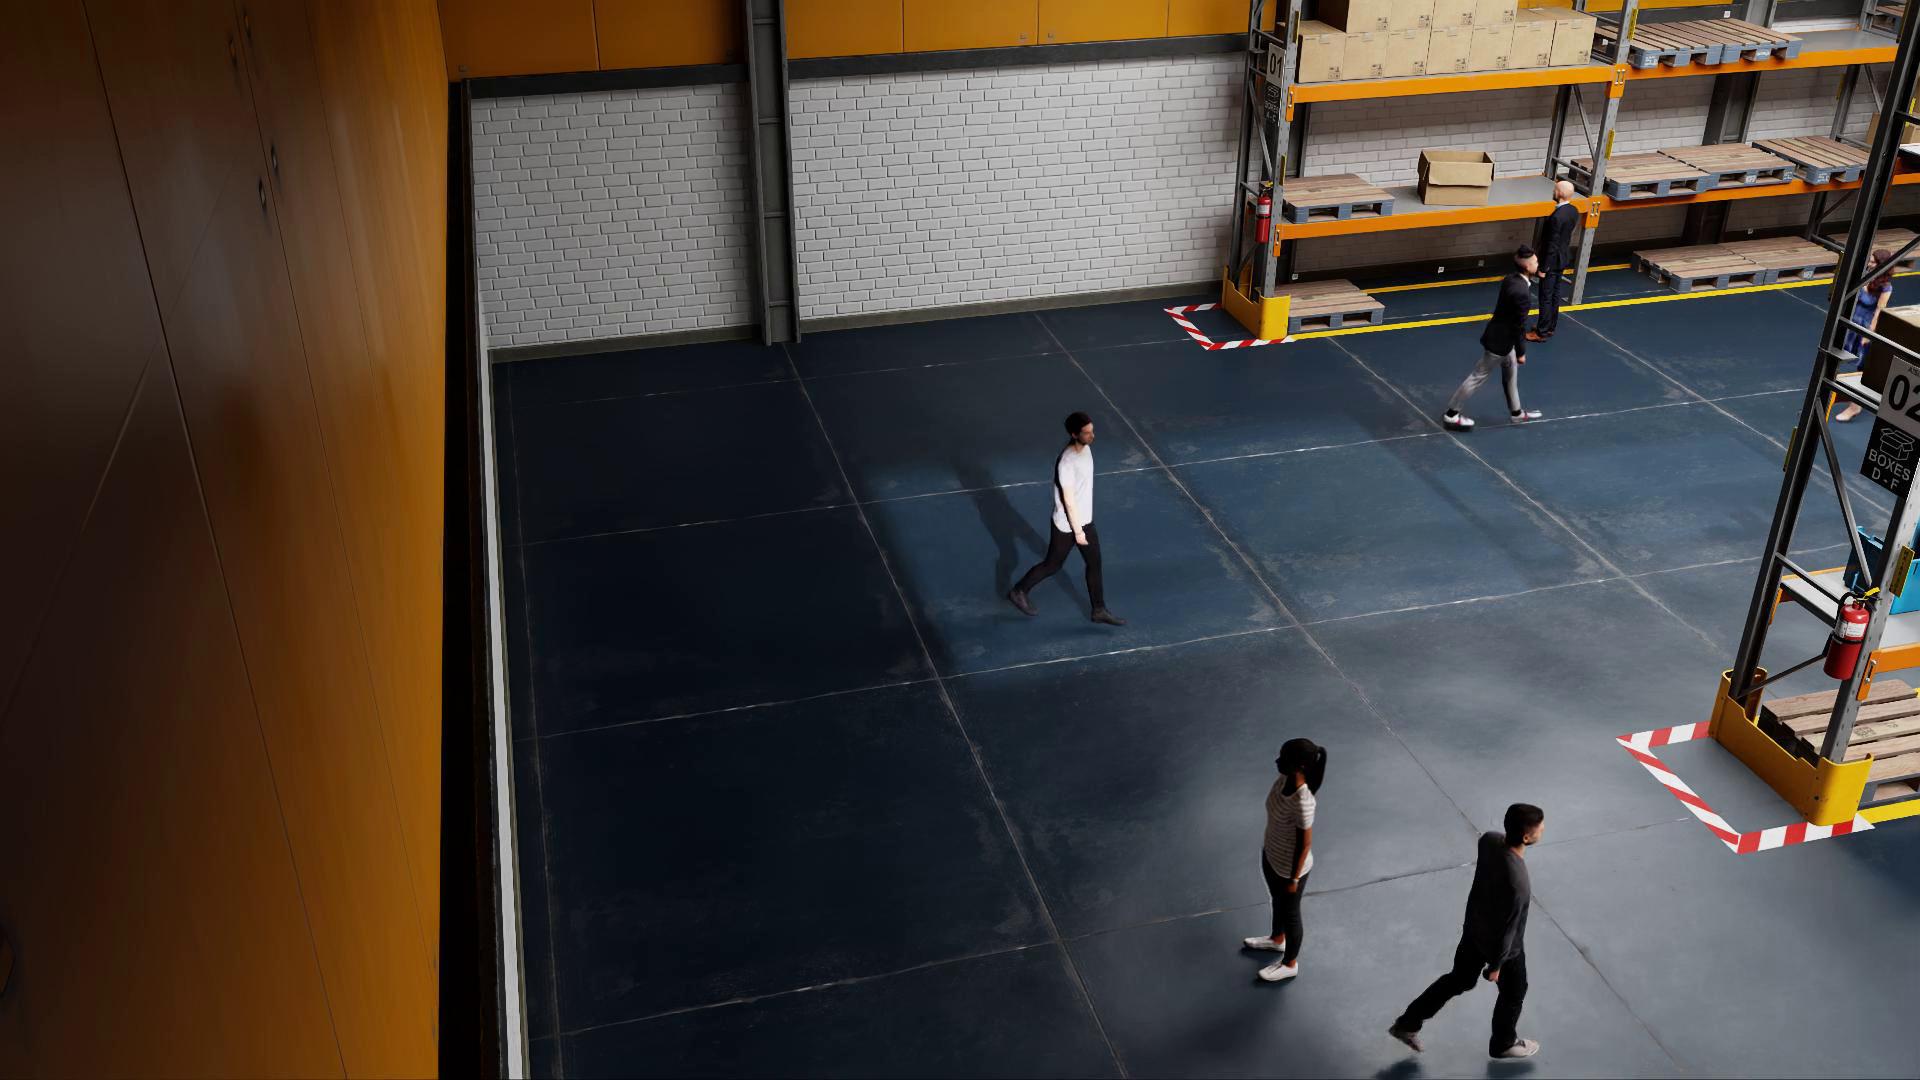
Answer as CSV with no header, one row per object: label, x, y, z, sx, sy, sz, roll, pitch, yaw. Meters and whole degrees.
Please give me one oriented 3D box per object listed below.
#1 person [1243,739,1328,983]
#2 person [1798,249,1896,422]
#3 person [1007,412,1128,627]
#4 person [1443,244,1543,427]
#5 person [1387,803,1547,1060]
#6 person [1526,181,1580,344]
person,1.891,1.819,9.560,0.571,1.646,0.603,-2,29,-4
person,8.952,-1.998,16.407,0.860,1.790,0.689,-5,29,-8
person,0.768,-0.148,12.981,1.244,1.823,1.188,15,32,26
person,5.189,-1.949,16.206,1.308,1.896,1.025,4,29,8
person,2.762,2.131,8.894,1.071,1.736,0.635,-6,29,-11
person,6.560,-3.082,18.385,0.837,1.799,0.725,22,36,35
